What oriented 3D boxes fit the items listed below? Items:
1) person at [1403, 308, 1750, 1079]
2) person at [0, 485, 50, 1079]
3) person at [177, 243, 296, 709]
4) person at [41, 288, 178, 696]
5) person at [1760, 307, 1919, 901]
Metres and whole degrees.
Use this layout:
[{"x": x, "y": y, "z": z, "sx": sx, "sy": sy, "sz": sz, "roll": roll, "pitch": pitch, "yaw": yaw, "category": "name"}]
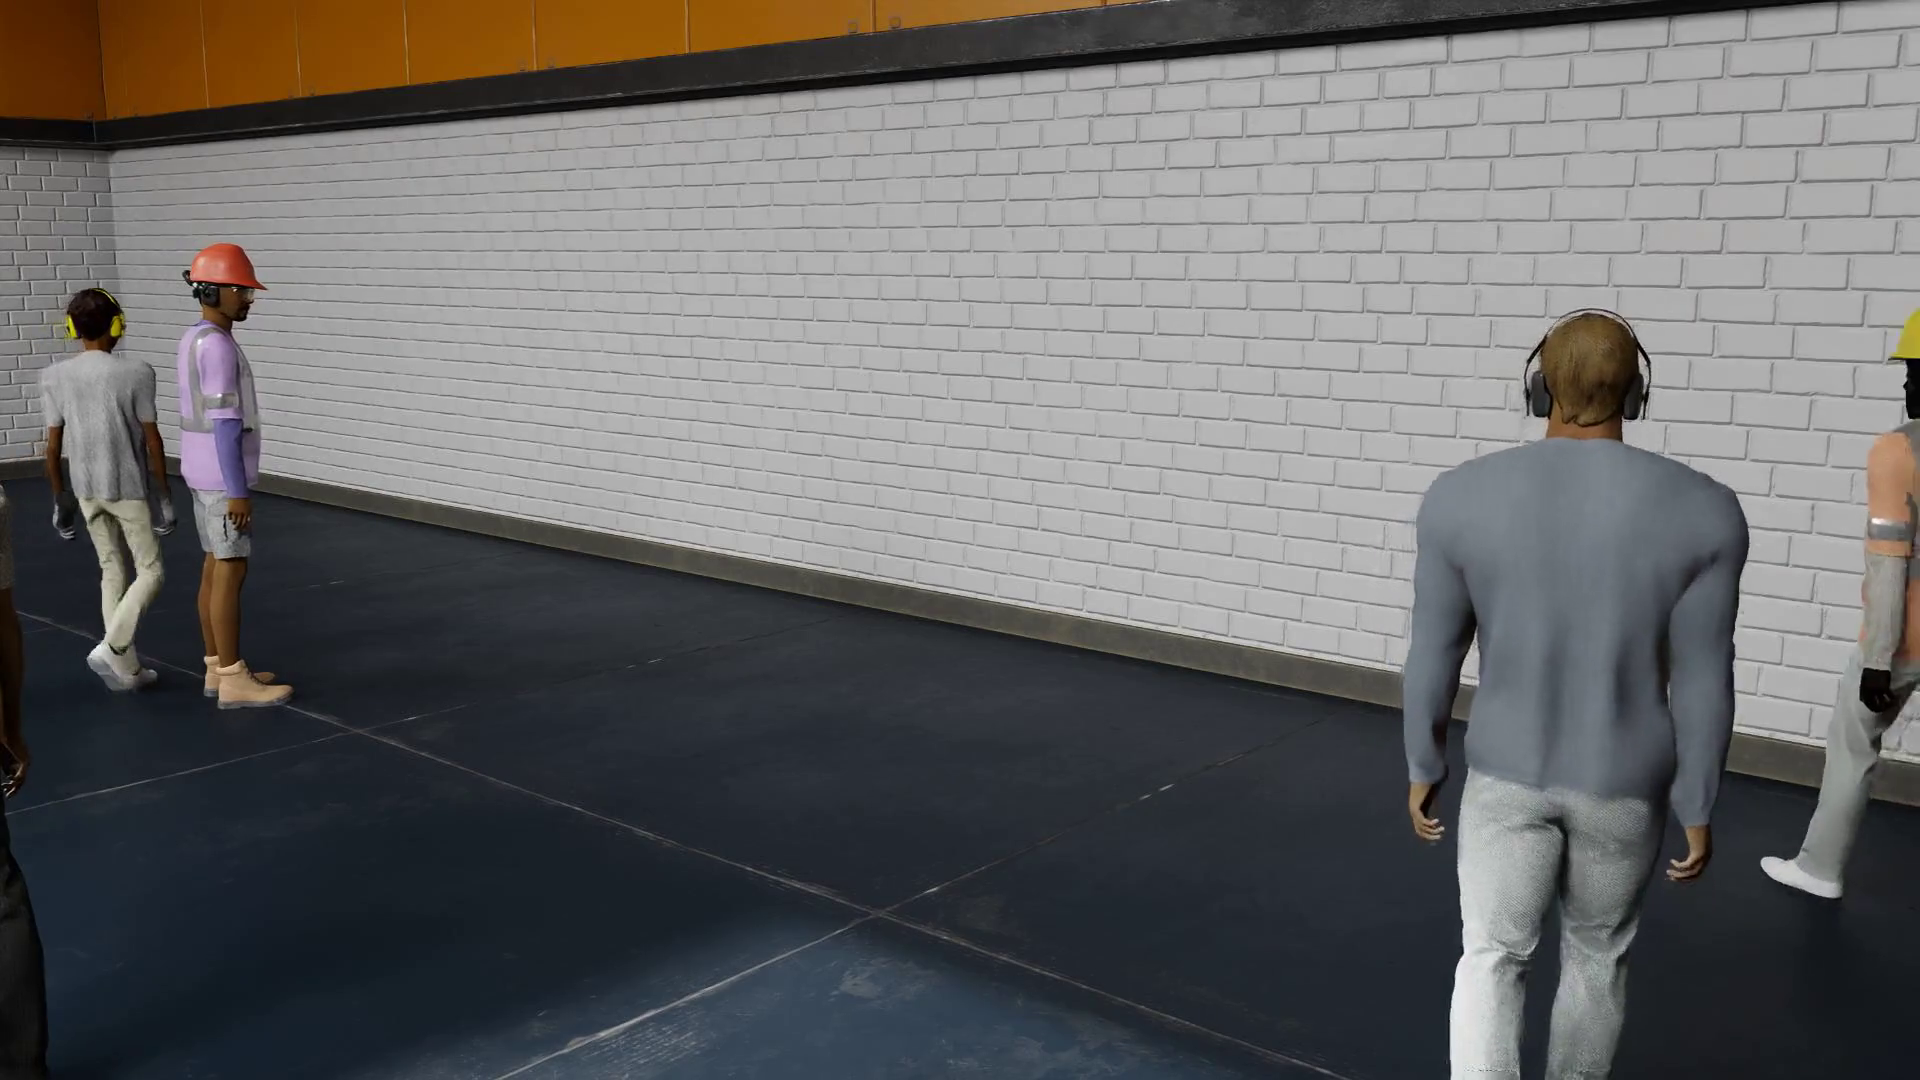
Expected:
[{"x": 1.197, "y": 0.499, "z": 3.342, "sx": 0.638, "sy": 1.914, "sz": 0.854, "roll": 4, "pitch": 11, "yaw": 22, "category": "person"}, {"x": -2.316, "y": 0.467, "z": 3.680, "sx": 0.327, "sy": 1.843, "sz": 0.516, "roll": 5, "pitch": 11, "yaw": 27, "category": "person"}, {"x": -3.235, "y": -0.281, "z": 7.380, "sx": 0.395, "sy": 2.040, "sz": 0.609, "roll": -6, "pitch": 12, "yaw": -32, "category": "person"}, {"x": -3.788, "y": -0.189, "z": 7.400, "sx": 0.547, "sy": 1.849, "sz": 0.557, "roll": 0, "pitch": 10, "yaw": 0, "category": "person"}, {"x": 2.846, "y": 0.250, "z": 4.816, "sx": 0.603, "sy": 1.886, "sz": 0.975, "roll": -3, "pitch": 10, "yaw": -17, "category": "person"}]
